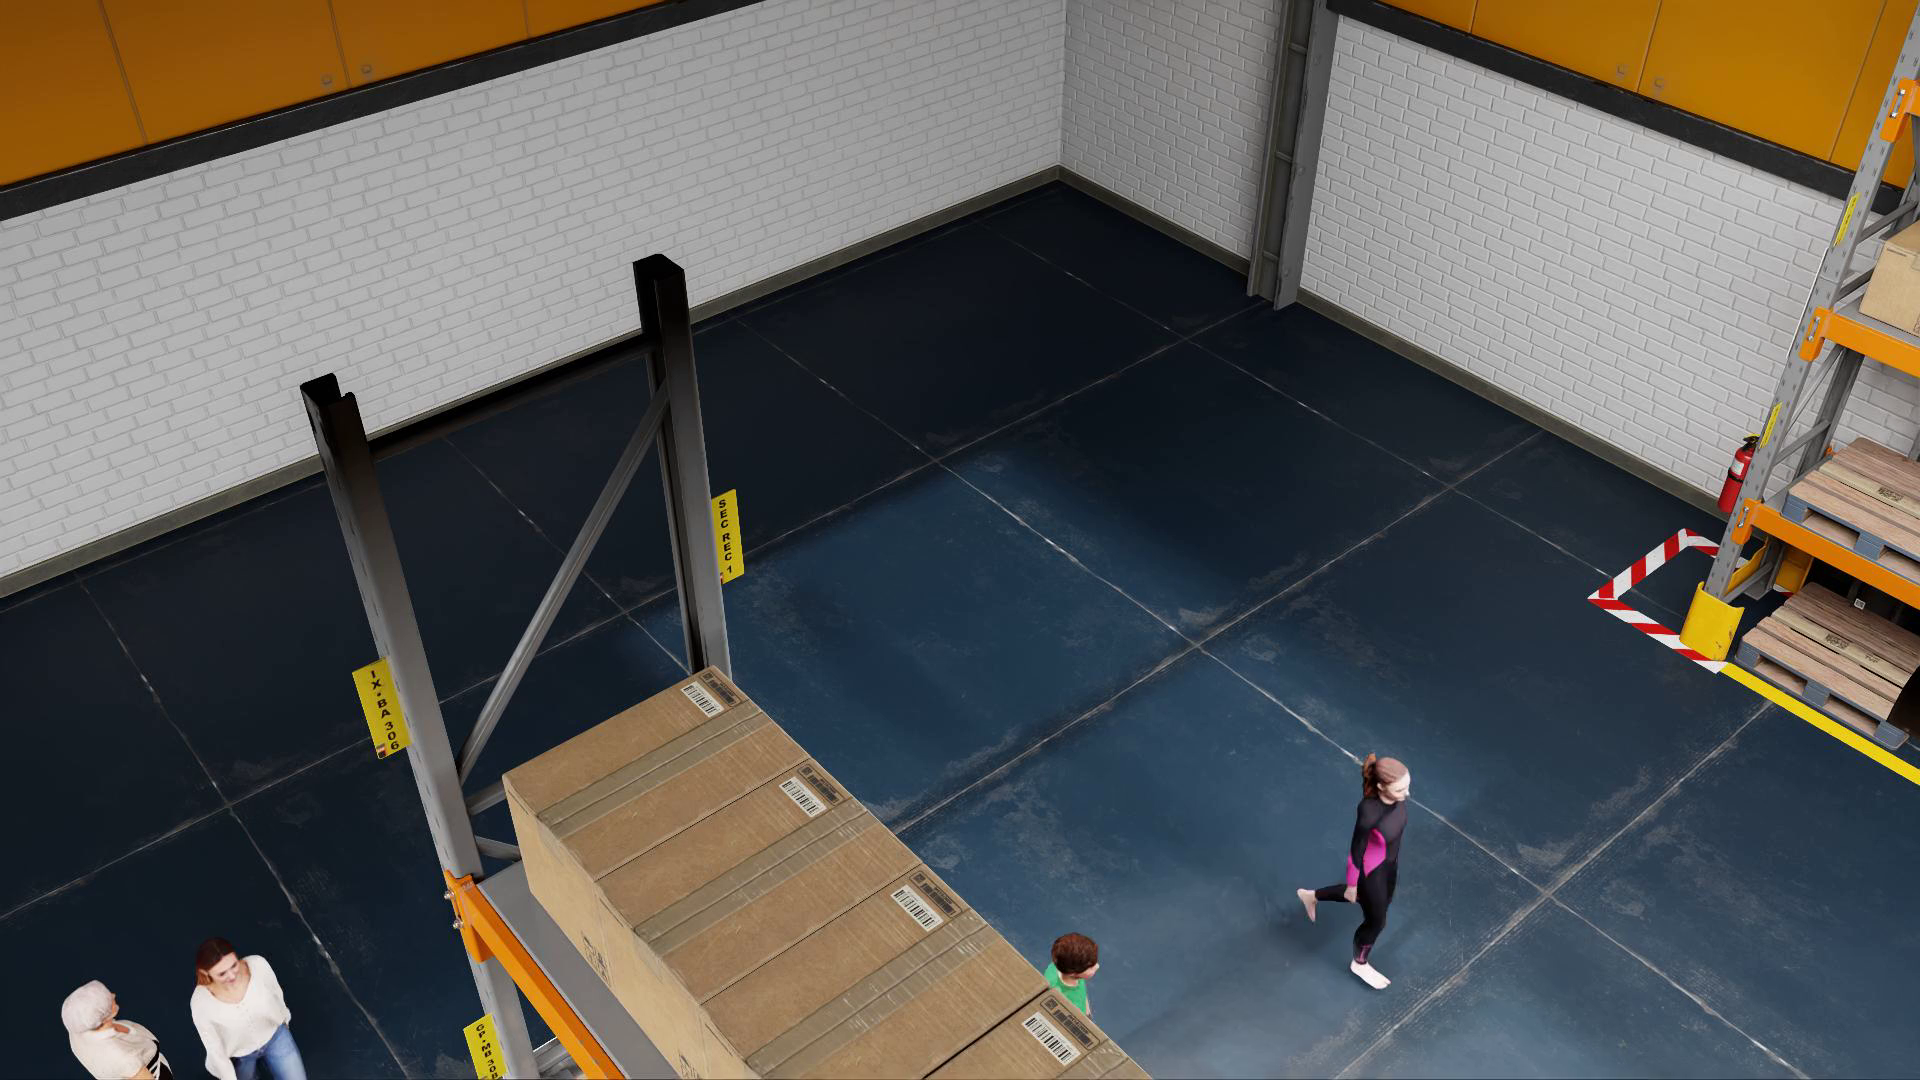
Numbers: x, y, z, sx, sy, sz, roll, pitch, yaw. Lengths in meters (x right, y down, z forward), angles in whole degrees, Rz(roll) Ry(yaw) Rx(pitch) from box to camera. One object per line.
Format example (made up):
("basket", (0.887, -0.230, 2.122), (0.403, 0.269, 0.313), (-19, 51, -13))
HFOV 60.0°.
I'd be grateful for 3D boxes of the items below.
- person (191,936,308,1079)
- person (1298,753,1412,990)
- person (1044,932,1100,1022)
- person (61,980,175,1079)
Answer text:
("person", (-3.683, 2.572, 8.551), (0.690, 1.636, 1.133), (-31, 48, -33))
("person", (2.268, 1.820, 9.424), (0.955, 1.722, 0.682), (27, 46, 30))
("person", (0.417, 2.569, 8.556), (0.919, 1.635, 0.835), (9, 39, 11))
("person", (-4.042, 2.769, 8.208), (0.587, 1.756, 0.746), (20, 43, 24))
